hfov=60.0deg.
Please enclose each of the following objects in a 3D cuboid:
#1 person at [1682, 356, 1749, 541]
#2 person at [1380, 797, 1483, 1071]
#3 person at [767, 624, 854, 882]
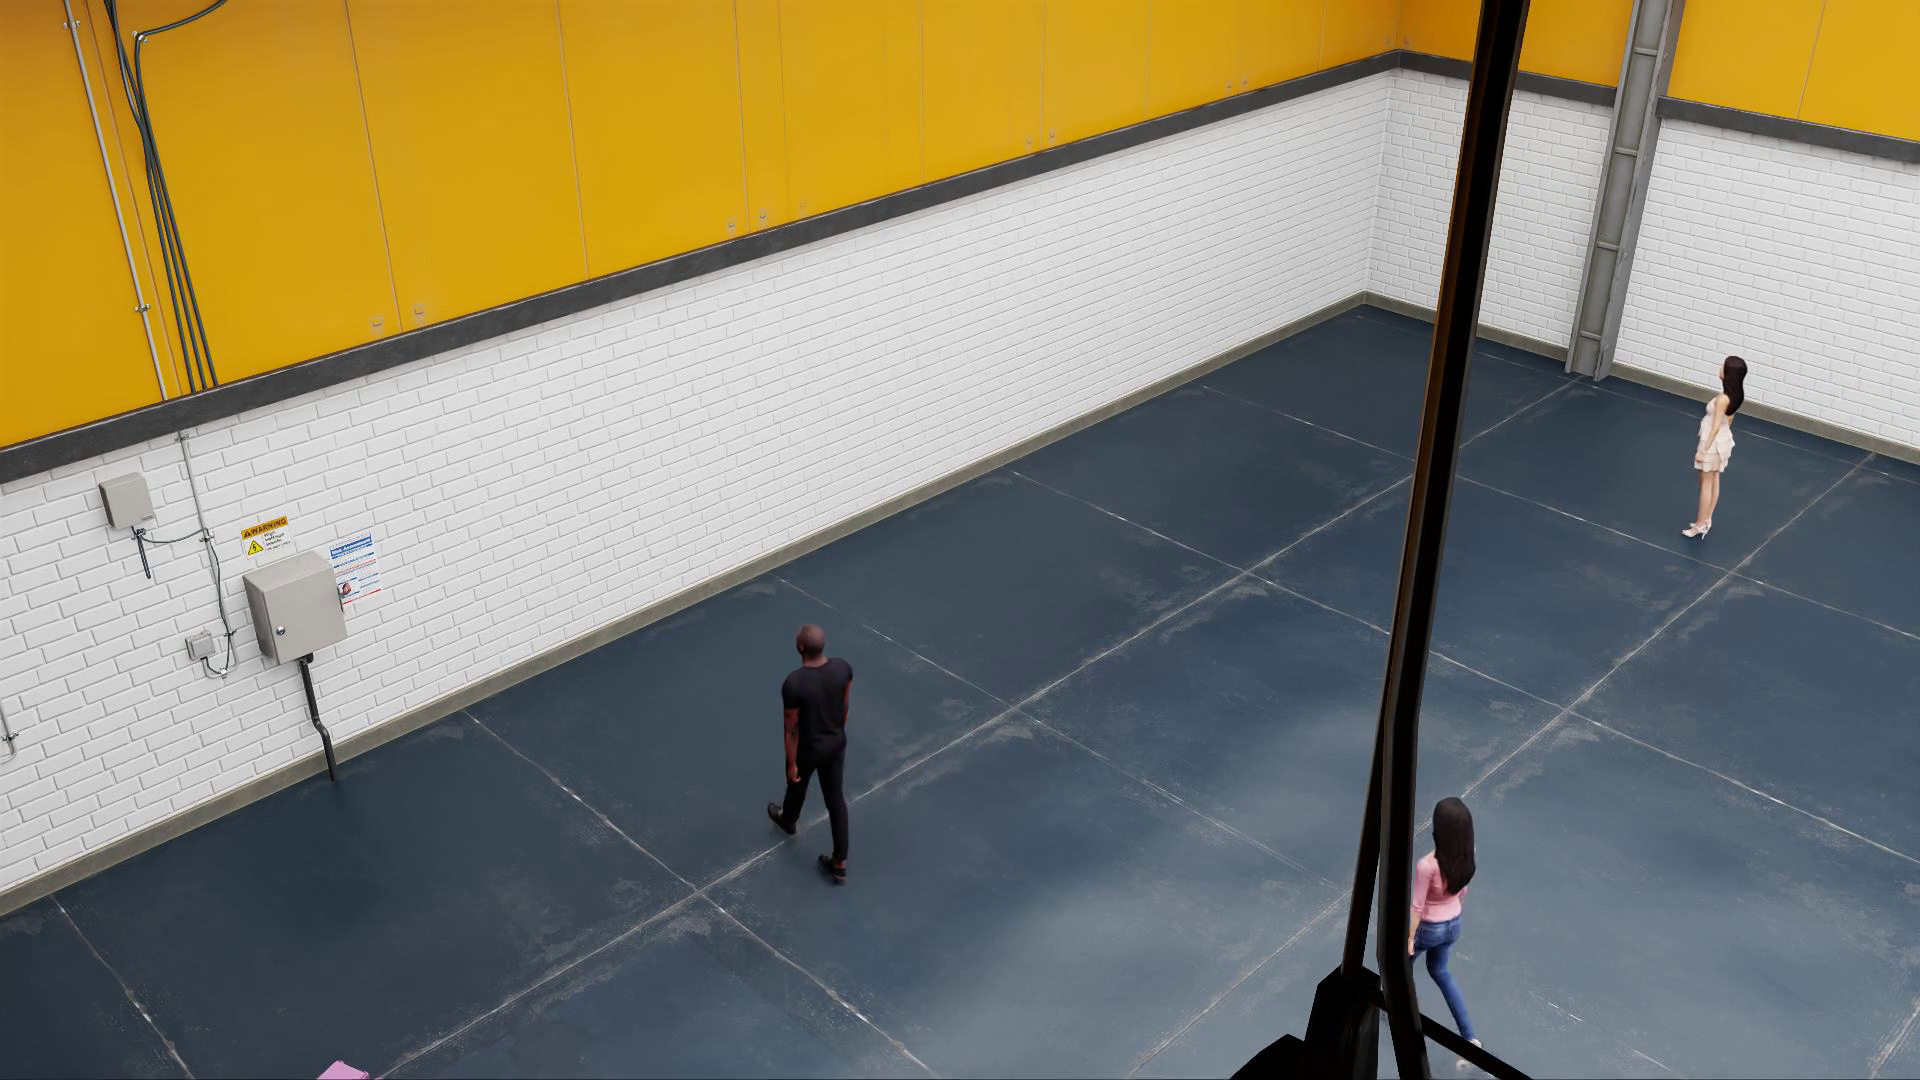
[{"bbox_3d":[6.699,-0.814,14.731,0.572,1.735,0.518,-25,37,-37],"label":"person"},{"bbox_3d":[2.678,2.195,9.229,0.769,1.722,1.077,-15,32,-26],"label":"person"},{"bbox_3d":[-0.862,1.392,10.635,0.828,1.786,1.149,-18,33,-29],"label":"person"}]
